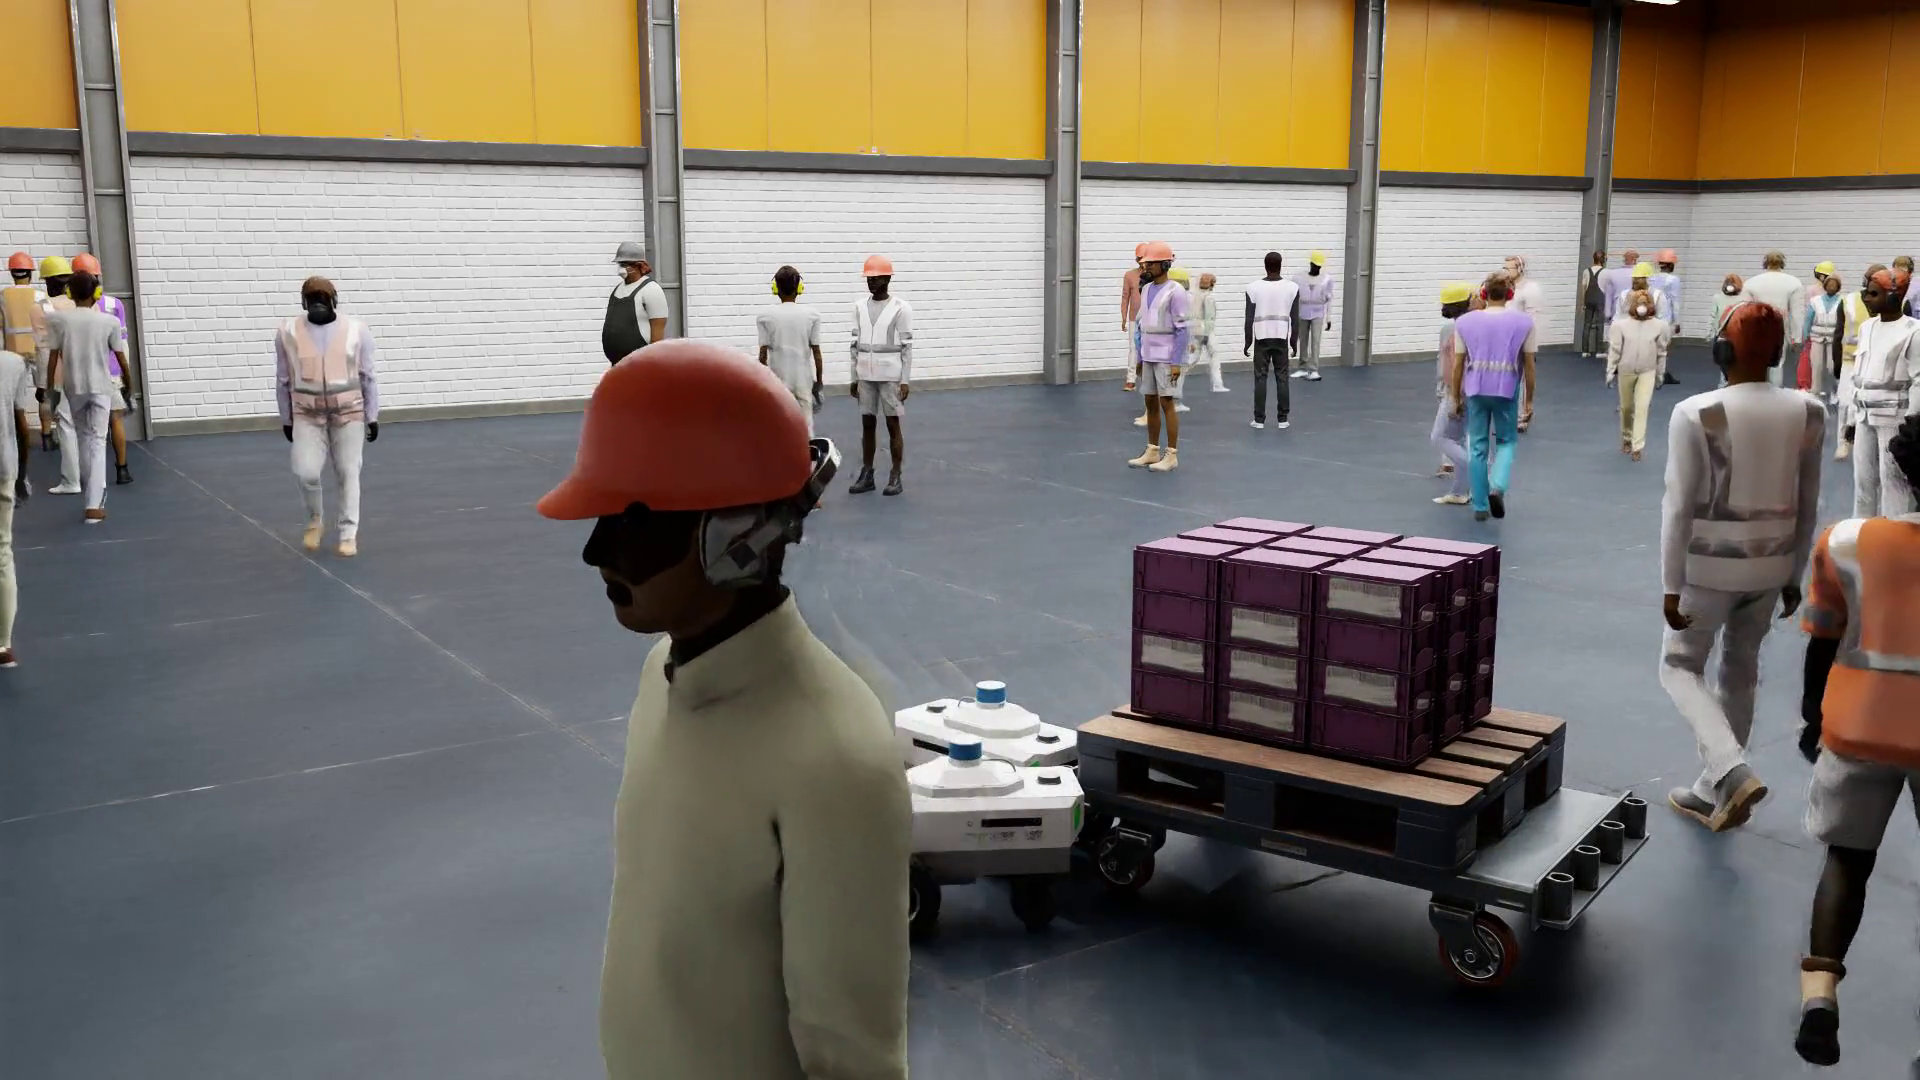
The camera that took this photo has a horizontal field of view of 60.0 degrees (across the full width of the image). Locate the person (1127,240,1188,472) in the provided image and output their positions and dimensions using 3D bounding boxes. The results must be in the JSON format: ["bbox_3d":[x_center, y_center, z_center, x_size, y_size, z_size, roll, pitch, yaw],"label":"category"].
[{"bbox_3d":[1.747,-1.624,14.767,0.379,2.041,0.616,-6,12,-28],"label":"person"}]

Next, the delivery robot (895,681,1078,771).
[{"bbox_3d":[0.104,0.727,5.705,0.707,0.478,0.477,10,14,43],"label":"delivery robot"}]

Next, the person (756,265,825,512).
[{"bbox_3d":[-1.283,-1.133,12.573,0.516,1.865,0.329,-2,10,-8],"label":"person"}]

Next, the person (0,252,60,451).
[{"bbox_3d":[-9.013,-1.812,16.109,0.544,1.932,0.370,-2,11,-13],"label":"person"}]

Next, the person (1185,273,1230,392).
[{"bbox_3d":[3.212,-2.772,22.259,0.765,1.607,0.508,-3,11,-17],"label":"person"}]

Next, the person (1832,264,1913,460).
[{"bbox_3d":[8.385,-1.619,15.336,0.626,1.825,0.489,5,12,26],"label":"person"}]

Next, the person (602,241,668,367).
[{"bbox_3d":[-3.020,-1.716,15.280,0.682,2.000,0.537,9,14,42],"label":"person"}]

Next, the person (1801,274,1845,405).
[{"bbox_3d":[10.572,-2.418,20.277,0.527,1.625,0.371,8,13,38],"label":"person"}]

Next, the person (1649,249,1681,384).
[{"bbox_3d":[9.771,-3.105,23.261,0.875,1.914,0.550,-3,11,-17],"label":"person"}]

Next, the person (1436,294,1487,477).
[{"bbox_3d":[4.358,-1.316,14.320,0.517,1.577,0.699,2,11,10],"label":"person"}]

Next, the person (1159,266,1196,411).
[{"bbox_3d":[2.574,-2.382,19.776,0.405,1.729,0.490,-8,13,-36],"label":"person"}]

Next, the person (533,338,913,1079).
[{"bbox_3d":[-0.182,0.737,2.034,0.698,1.974,0.613,-5,12,-26],"label":"person"}]

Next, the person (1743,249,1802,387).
[{"bbox_3d":[9.563,-2.459,19.661,0.628,1.939,0.416,5,11,23],"label":"person"}]

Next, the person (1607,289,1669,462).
[{"bbox_3d":[6.399,-1.572,15.732,0.505,1.602,0.850,4,11,23],"label":"person"}]

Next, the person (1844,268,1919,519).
[{"bbox_3d":[5.730,-0.736,10.339,0.352,1.883,0.576,-2,10,-9],"label":"person"}]

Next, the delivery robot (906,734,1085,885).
[{"bbox_3d":[0.018,0.839,5.090,0.707,0.478,0.477,-1,10,-5],"label":"delivery robot"}]

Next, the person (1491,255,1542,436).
[{"bbox_3d":[5.725,-2.040,17.466,0.647,1.884,0.662,-2,11,-11],"label":"person"}]

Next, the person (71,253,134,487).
[{"bbox_3d":[-7.236,-1.413,13.901,0.546,1.938,0.361,-5,12,-27],"label":"person"}]

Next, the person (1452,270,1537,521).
[{"bbox_3d":[3.878,-1.038,12.119,0.590,1.831,0.437,4,11,20],"label":"person"}]

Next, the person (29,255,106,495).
[{"bbox_3d":[-7.218,-1.328,13.466,0.365,1.927,0.587,5,11,26],"label":"person"}]

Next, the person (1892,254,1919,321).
[{"bbox_3d":[11.092,-2.408,19.537,1.058,1.893,0.637,-6,12,-31],"label":"person"}]

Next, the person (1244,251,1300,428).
[{"bbox_3d":[3.388,-2.168,18.102,0.590,1.914,0.386,1,10,5],"label":"person"}]

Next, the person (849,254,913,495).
[{"bbox_3d":[-0.651,-1.327,13.427,0.543,1.939,0.361,4,11,23],"label":"person"}]

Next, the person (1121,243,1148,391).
[{"bbox_3d":[2.473,-2.995,22.416,0.622,1.992,0.397,3,11,16],"label":"person"}]

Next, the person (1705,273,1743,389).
[{"bbox_3d":[10.205,-2.734,22.052,0.777,1.606,0.495,-10,14,-42],"label":"person"}]

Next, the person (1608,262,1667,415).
[{"bbox_3d":[8.027,-2.386,19.678,0.948,1.791,0.607,-9,13,-40],"label":"person"}]

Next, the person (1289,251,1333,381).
[{"bbox_3d":[5.070,-3.266,24.276,0.699,1.870,0.783,3,11,18],"label":"person"}]

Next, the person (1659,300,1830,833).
[{"bbox_3d":[2.670,0.122,5.683,0.581,1.867,0.566,-1,10,-6],"label":"person"}]

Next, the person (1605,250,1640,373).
[{"bbox_3d":[10.083,-3.406,24.998,0.659,1.883,0.762,8,13,38],"label":"person"}]

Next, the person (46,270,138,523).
[{"bbox_3d":[-6.428,-1.075,12.350,0.564,1.819,0.927,-3,11,-15],"label":"person"}]

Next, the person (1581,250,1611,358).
[{"bbox_3d":[10.946,-4.052,28.630,0.506,1.842,0.342,10,14,43],"label":"person"}]

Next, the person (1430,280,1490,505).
[{"bbox_3d":[3.848,-1.114,12.801,0.425,1.751,0.544,6,12,31],"label":"person"}]

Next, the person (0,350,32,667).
[{"bbox_3d":[-4.679,-0.280,7.916,0.458,1.853,0.550,7,12,33],"label":"person"}]

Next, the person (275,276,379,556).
[{"bbox_3d":[-4.107,-0.797,10.833,0.640,1.829,0.434,-3,11,-17],"label":"person"}]

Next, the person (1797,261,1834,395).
[{"bbox_3d":[11.229,-2.760,21.781,0.523,1.760,0.325,-8,13,-36],"label":"person"}]

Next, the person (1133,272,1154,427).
[{"bbox_3d":[2.062,-2.096,18.305,0.315,1.696,0.541,1,10,8],"label":"person"}]

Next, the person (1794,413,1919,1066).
[{"bbox_3d":[2.297,0.516,4.060,0.561,1.671,0.555,9,14,40],"label":"person"}]
